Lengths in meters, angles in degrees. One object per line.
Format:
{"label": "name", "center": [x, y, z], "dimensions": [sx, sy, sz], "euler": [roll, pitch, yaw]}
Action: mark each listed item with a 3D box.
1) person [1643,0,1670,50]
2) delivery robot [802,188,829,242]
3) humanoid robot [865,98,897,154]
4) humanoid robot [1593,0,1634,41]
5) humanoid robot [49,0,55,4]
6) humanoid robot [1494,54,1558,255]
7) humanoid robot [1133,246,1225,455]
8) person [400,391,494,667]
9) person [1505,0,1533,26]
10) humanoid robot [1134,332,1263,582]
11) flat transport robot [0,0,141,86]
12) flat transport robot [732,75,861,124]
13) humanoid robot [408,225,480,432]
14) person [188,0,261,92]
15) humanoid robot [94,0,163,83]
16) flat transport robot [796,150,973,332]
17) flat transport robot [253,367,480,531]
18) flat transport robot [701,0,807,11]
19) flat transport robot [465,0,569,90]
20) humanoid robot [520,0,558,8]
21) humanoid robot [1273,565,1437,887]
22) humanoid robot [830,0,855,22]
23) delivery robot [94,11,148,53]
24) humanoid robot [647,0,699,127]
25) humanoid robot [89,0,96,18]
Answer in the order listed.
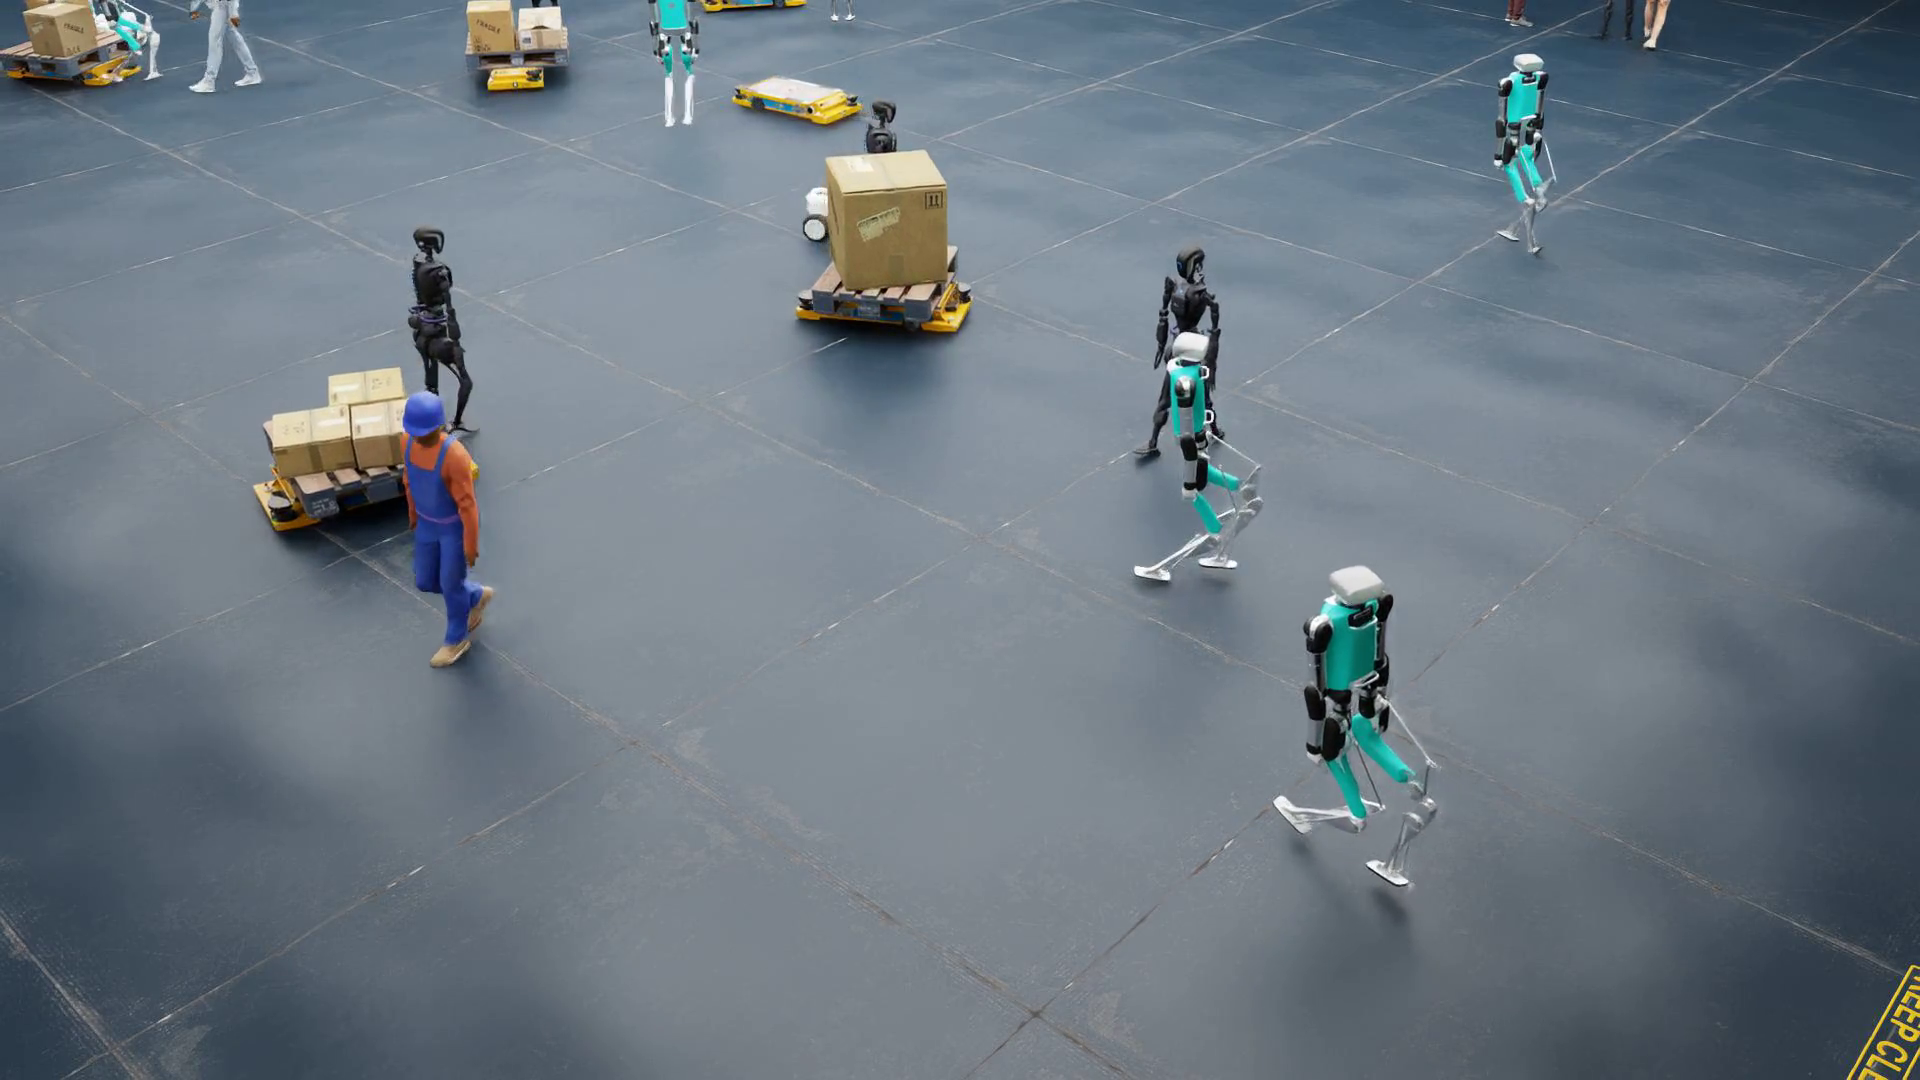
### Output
{"label": "person", "center": [9.116, -7.316, 21.492], "dimensions": [0.519, 1.784, 1.050], "euler": [10, 33, 16]}
{"label": "delivery robot", "center": [-1.101, -3.166, 15.970], "dimensions": [0.765, 0.583, 0.499], "euler": [7, 33, 11]}
{"label": "humanoid robot", "center": [-0.758, -3.171, 14.937], "dimensions": [0.412, 1.642, 0.585], "euler": [0, 32, 0]}
{"label": "humanoid robot", "center": [8.714, -7.355, 21.672], "dimensions": [0.459, 1.642, 0.600], "euler": [-14, 34, -21]}
{"label": "humanoid robot", "center": [-11.039, -6.546, 20.365], "dimensions": [0.408, 1.637, 0.609], "euler": [-15, 35, -22]}
{"label": "humanoid robot", "center": [5.345, -3.518, 15.504], "dimensions": [0.548, 1.861, 0.840], "euler": [-14, 34, -21]}
{"label": "humanoid robot", "center": [1.670, -1.355, 12.055], "dimensions": [0.806, 1.625, 0.601], "euler": [-25, 39, -34]}
{"label": "person", "center": [-3.026, -0.099, 9.790], "dimensions": [0.591, 1.866, 0.523], "euler": [15, 35, 23]}
{"label": "person", "center": [7.648, -7.852, 22.342], "dimensions": [0.380, 1.805, 0.552], "euler": [-1, 32, -1]}
{"label": "humanoid robot", "center": [1.609, -0.466, 10.531], "dimensions": [0.912, 1.765, 0.540], "euler": [4, 32, 7]}
{"label": "flat transport robot", "center": [-10.962, -5.837, 20.553], "dimensions": [1.431, 0.231, 0.659], "euler": [9, 33, 14]}
{"label": "flat transport robot", "center": [-1.917, -5.151, 19.448], "dimensions": [1.431, 0.231, 0.659], "euler": [20, 37, 29]}
{"label": "humanoid robot", "center": [-3.886, -1.532, 12.283], "dimensions": [0.365, 1.649, 0.586], "euler": [-26, 40, -35]}
{"label": "person", "center": [-8.922, -6.269, 19.719], "dimensions": [0.949, 1.871, 0.617], "euler": [-24, 39, -33]}
{"label": "humanoid robot", "center": [-10.029, -6.357, 19.985], "dimensions": [0.910, 1.715, 0.584], "euler": [-12, 34, -18]}
{"label": "flat transport robot", "center": [-0.648, -2.090, 14.519], "dimensions": [1.431, 0.231, 0.659], "euler": [7, 32, 11]}
{"label": "flat transport robot", "center": [-4.245, -0.459, 11.893], "dimensions": [1.431, 0.231, 0.659], "euler": [-19, 36, -27]}
{"label": "flat transport robot", "center": [-2.927, -7.702, 23.557], "dimensions": [1.431, 0.231, 0.659], "euler": [-8, 33, -12]}
{"label": "flat transport robot", "center": [-5.453, -5.886, 20.632], "dimensions": [0.659, 0.231, 1.431], "euler": [-6, 32, -10]}
{"label": "humanoid robot", "center": [-5.349, -7.117, 21.290], "dimensions": [0.609, 1.648, 0.341], "euler": [-13, 34, -20]}
{"label": "humanoid robot", "center": [2.040, 1.016, 8.167], "dimensions": [0.536, 1.744, 1.053], "euler": [-21, 37, -30]}
{"label": "humanoid robot", "center": [-1.618, -7.736, 22.094], "dimensions": [0.533, 1.677, 0.735], "euler": [0, 32, 0]}
{"label": "delivery robot", "center": [-10.941, -6.580, 21.477], "dimensions": [0.502, 0.593, 0.764], "euler": [6, 32, 9]}
{"label": "humanoid robot", "center": [-3.189, -5.560, 18.686], "dimensions": [0.539, 1.761, 0.681], "euler": [-4, 32, -6]}
{"label": "humanoid robot", "center": [-11.257, -7.283, 21.514], "dimensions": [0.534, 1.786, 0.852], "euler": [-22, 38, -31]}
